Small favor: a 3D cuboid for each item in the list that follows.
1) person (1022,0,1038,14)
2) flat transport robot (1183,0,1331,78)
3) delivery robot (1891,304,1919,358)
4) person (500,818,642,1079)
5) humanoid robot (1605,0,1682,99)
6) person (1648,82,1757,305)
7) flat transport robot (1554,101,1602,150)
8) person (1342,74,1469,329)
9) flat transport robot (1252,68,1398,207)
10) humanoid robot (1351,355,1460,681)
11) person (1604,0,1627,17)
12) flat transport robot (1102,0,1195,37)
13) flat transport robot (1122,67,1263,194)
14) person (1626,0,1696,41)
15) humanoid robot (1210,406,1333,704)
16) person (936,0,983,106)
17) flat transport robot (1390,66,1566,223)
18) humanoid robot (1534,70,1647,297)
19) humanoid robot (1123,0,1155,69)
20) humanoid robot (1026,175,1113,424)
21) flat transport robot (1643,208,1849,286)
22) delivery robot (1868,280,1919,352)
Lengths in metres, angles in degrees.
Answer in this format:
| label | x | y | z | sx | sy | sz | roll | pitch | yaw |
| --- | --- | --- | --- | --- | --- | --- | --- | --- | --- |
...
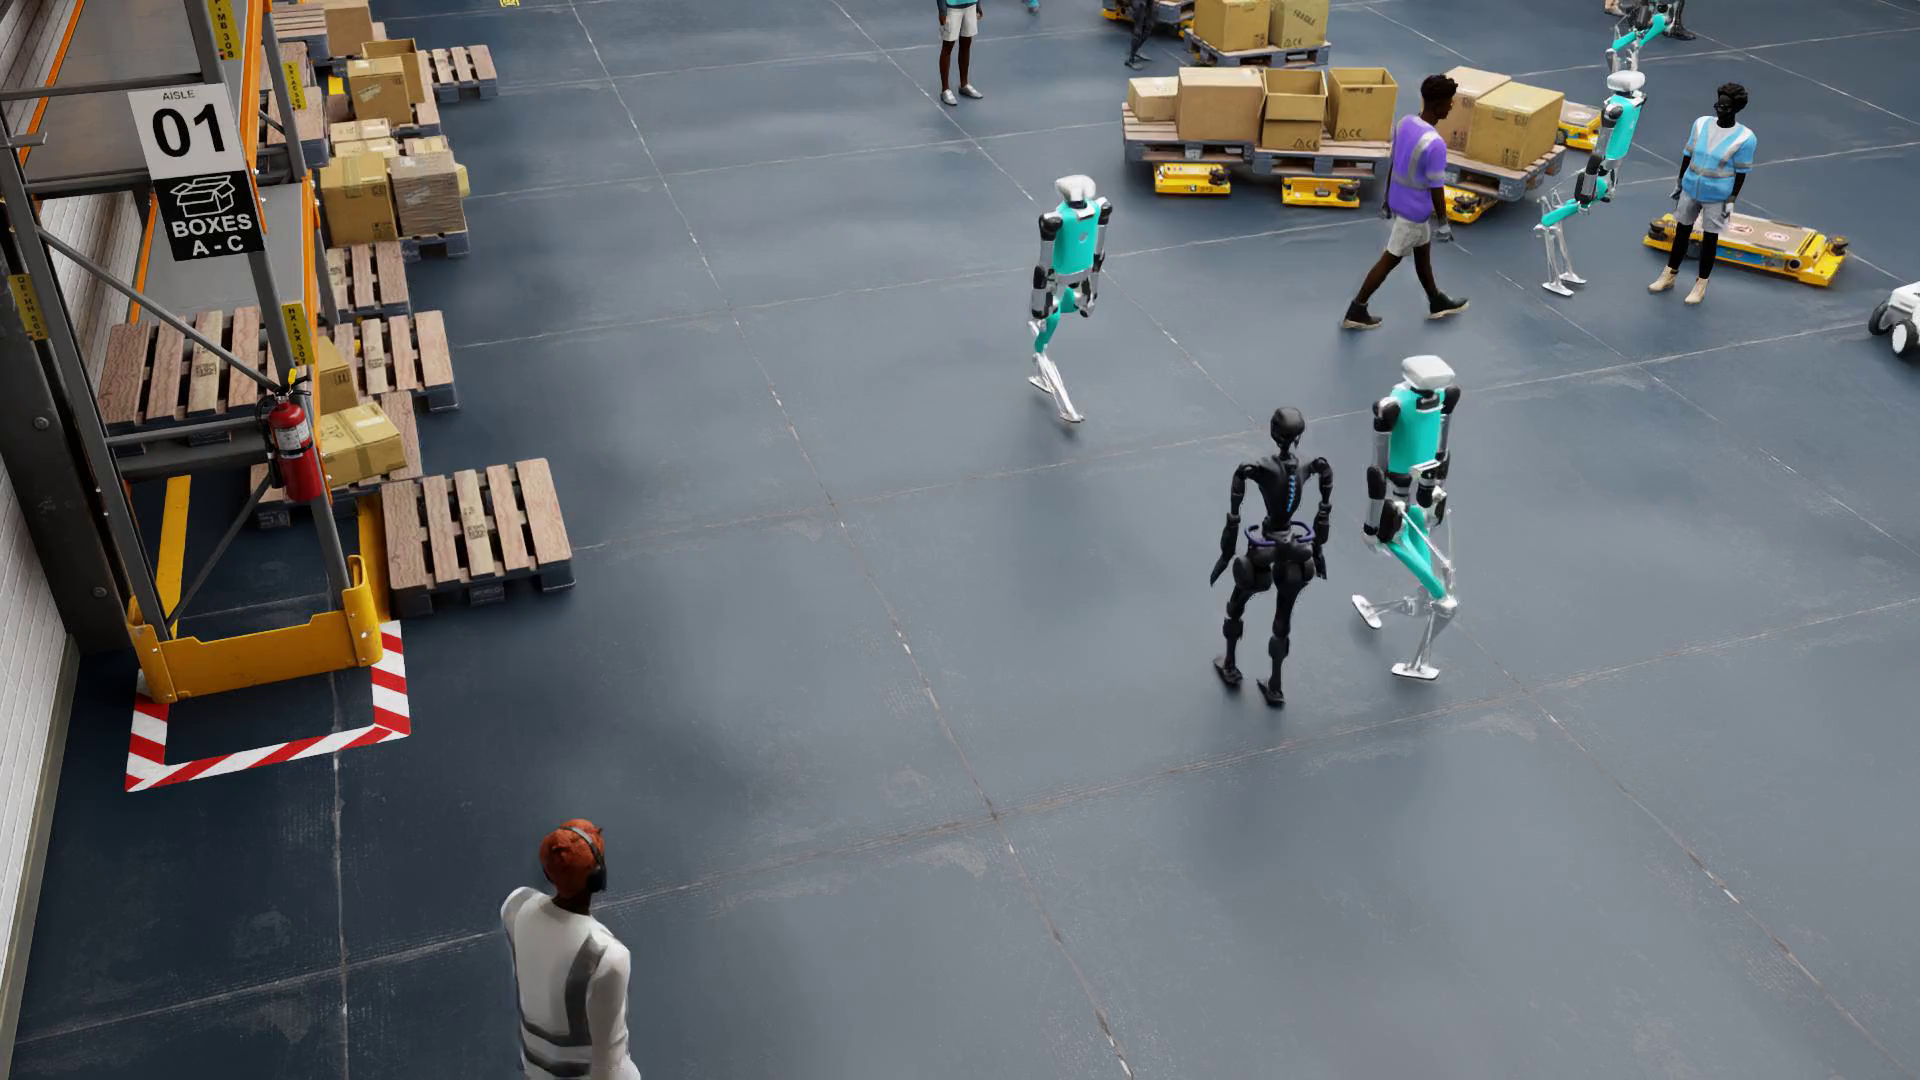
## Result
| label | x | y | z | sx | sy | sz | roll | pitch | yaw |
| --- | --- | --- | --- | --- | --- | --- | --- | --- | --- |
| person | 0.835 | -7.111 | 19.391 | 0.569 | 1.784 | 0.933 | -3 | 33 | -4 |
| flat transport robot | 3.081 | -4.973 | 17.486 | 0.659 | 0.231 | 1.431 | -10 | 35 | -16 |
| delivery robot | 7.030 | -1.431 | 11.807 | 0.499 | 0.612 | 0.796 | 3 | 33 | 5 |
| person | -1.356 | 1.782 | 5.726 | 0.581 | 1.809 | 1.059 | 17 | 37 | 24 |
| humanoid robot | 6.776 | -5.195 | 16.475 | 0.544 | 1.767 | 0.700 | -16 | 36 | -23 |
| person | 5.637 | -2.615 | 12.560 | 0.320 | 1.697 | 0.531 | -23 | 40 | -31 |
| flat transport robot | 5.628 | -4.091 | 16.134 | 1.431 | 0.231 | 0.659 | 24 | 40 | 32 |
| person | 3.348 | -2.436 | 12.093 | 1.020 | 1.908 | 0.624 | -4 | 33 | -6 |
| flat transport robot | 3.216 | -3.347 | 14.992 | 0.659 | 0.231 | 1.431 | 4 | 33 | 6 |
| humanoid robot | 2.444 | -0.049 | 8.601 | 0.563 | 1.757 | 0.989 | -19 | 37 | -26 |
| person | 7.755 | -6.939 | 19.212 | 0.378 | 1.674 | 0.476 | 13 | 35 | 19 |
| flat transport robot | 2.390 | -6.024 | 19.097 | 1.431 | 0.231 | 0.659 | 28 | 42 | 36 |
| flat transport robot | 2.091 | -3.515 | 15.250 | 0.659 | 0.231 | 1.431 | 2 | 33 | 2 |
| person | 7.908 | -6.488 | 18.298 | 0.703 | 1.921 | 0.553 | 17 | 37 | 24 |
| humanoid robot | 1.593 | 0.070 | 8.463 | 0.613 | 1.647 | 0.467 | -6 | 34 | -10 |
| person | -0.027 | -5.332 | 16.505 | 0.550 | 1.944 | 0.418 | -24 | 40 | -32 |
| flat transport robot | 4.518 | -3.159 | 14.703 | 0.659 | 0.231 | 1.431 | 24 | 40 | 32 |
| humanoid robot | 4.708 | -2.751 | 12.682 | 0.696 | 1.737 | 0.530 | 27 | 42 | 35 |
| humanoid robot | 1.940 | -5.804 | 17.467 | 0.397 | 1.636 | 0.599 | 16 | 37 | 23 |
| humanoid robot | 0.603 | -1.644 | 11.029 | 0.541 | 1.725 | 0.977 | -20 | 38 | -28 |
| flat transport robot | 6.413 | -2.428 | 13.582 | 1.431 | 0.231 | 0.659 | 21 | 39 | 29 |
| delivery robot | 7.147 | -1.700 | 12.222 | 0.815 | 0.614 | 0.499 | -17 | 37 | -24 |
